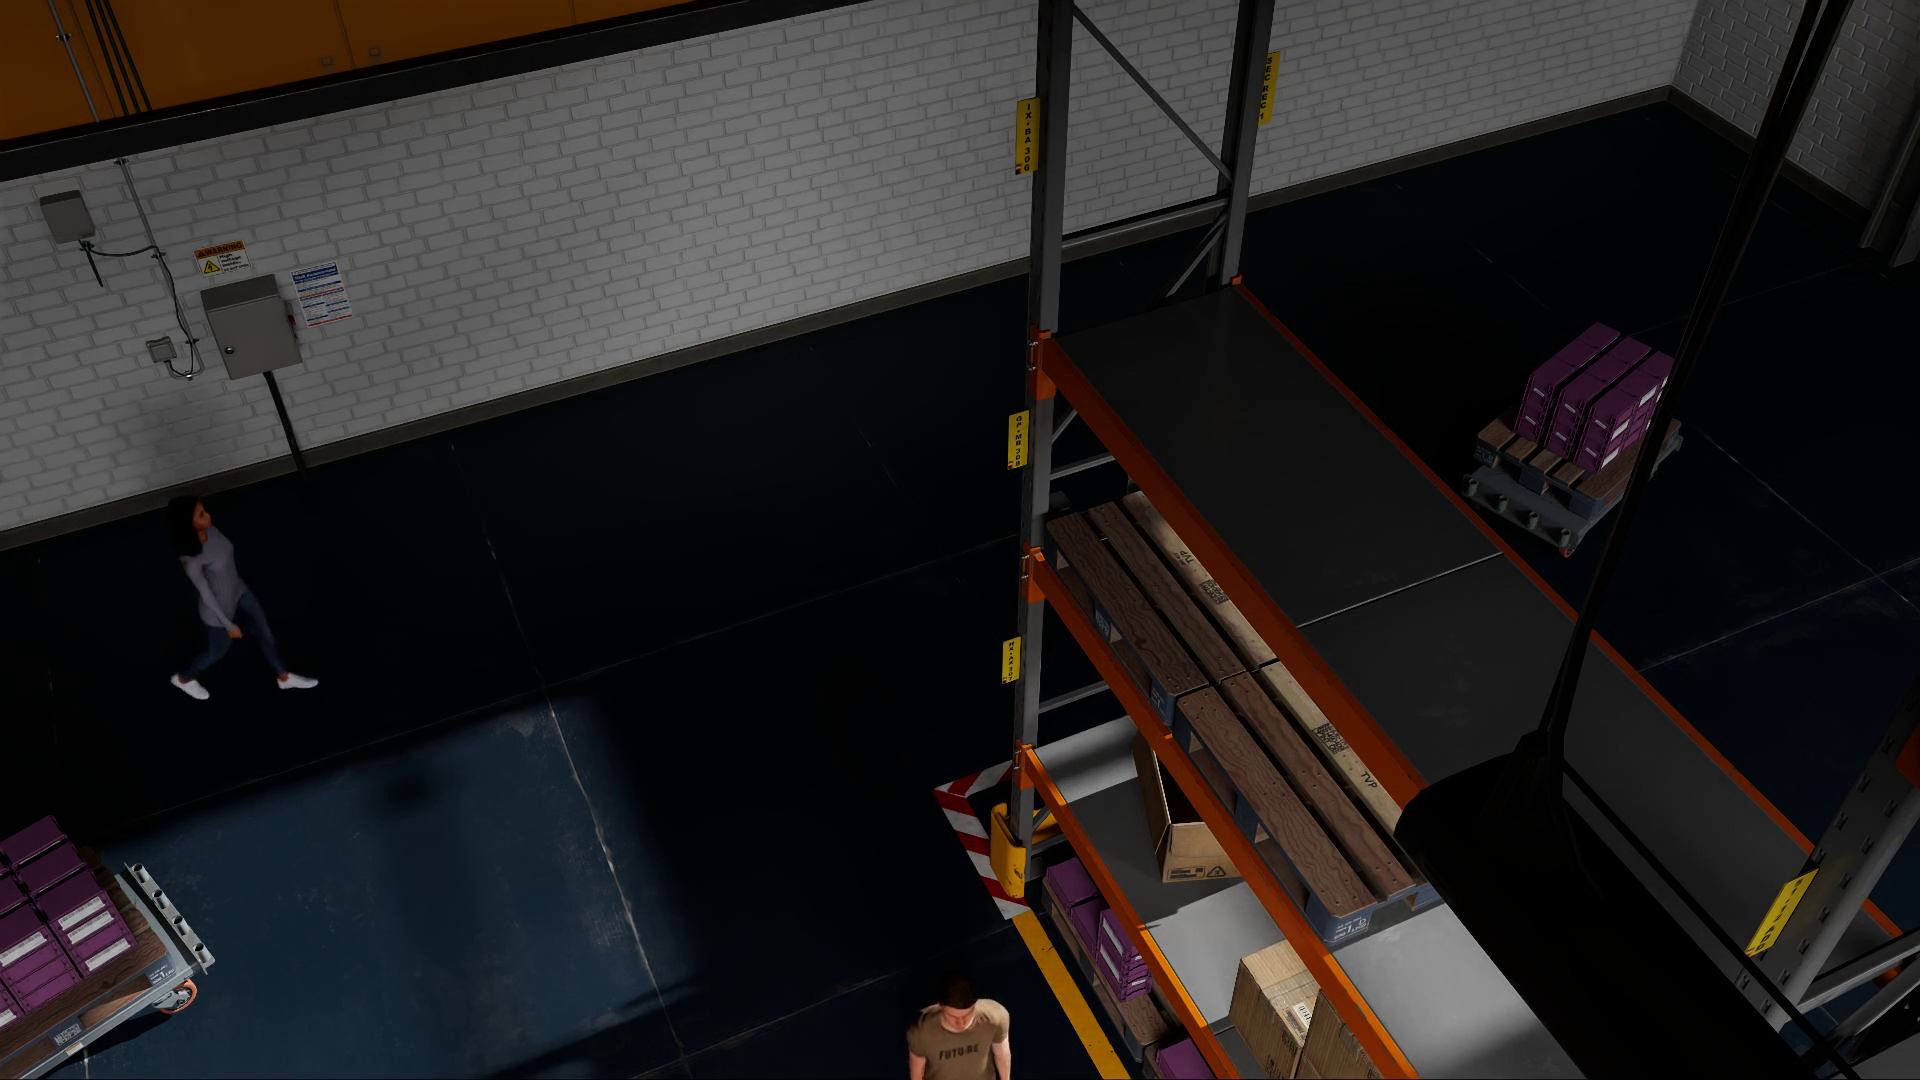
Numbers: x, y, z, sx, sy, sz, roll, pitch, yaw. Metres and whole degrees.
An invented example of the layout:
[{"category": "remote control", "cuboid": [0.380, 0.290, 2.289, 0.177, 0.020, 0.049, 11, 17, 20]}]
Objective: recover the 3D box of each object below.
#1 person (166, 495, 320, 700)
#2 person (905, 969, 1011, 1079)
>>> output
[{"category": "person", "cuboid": [-4.760, 0.425, 10.523, 0.980, 1.704, 1.141, 0, 44, 0]}, {"category": "person", "cuboid": [-0.017, 2.590, 8.162, 0.843, 1.825, 1.209, -8, 44, -9]}]
